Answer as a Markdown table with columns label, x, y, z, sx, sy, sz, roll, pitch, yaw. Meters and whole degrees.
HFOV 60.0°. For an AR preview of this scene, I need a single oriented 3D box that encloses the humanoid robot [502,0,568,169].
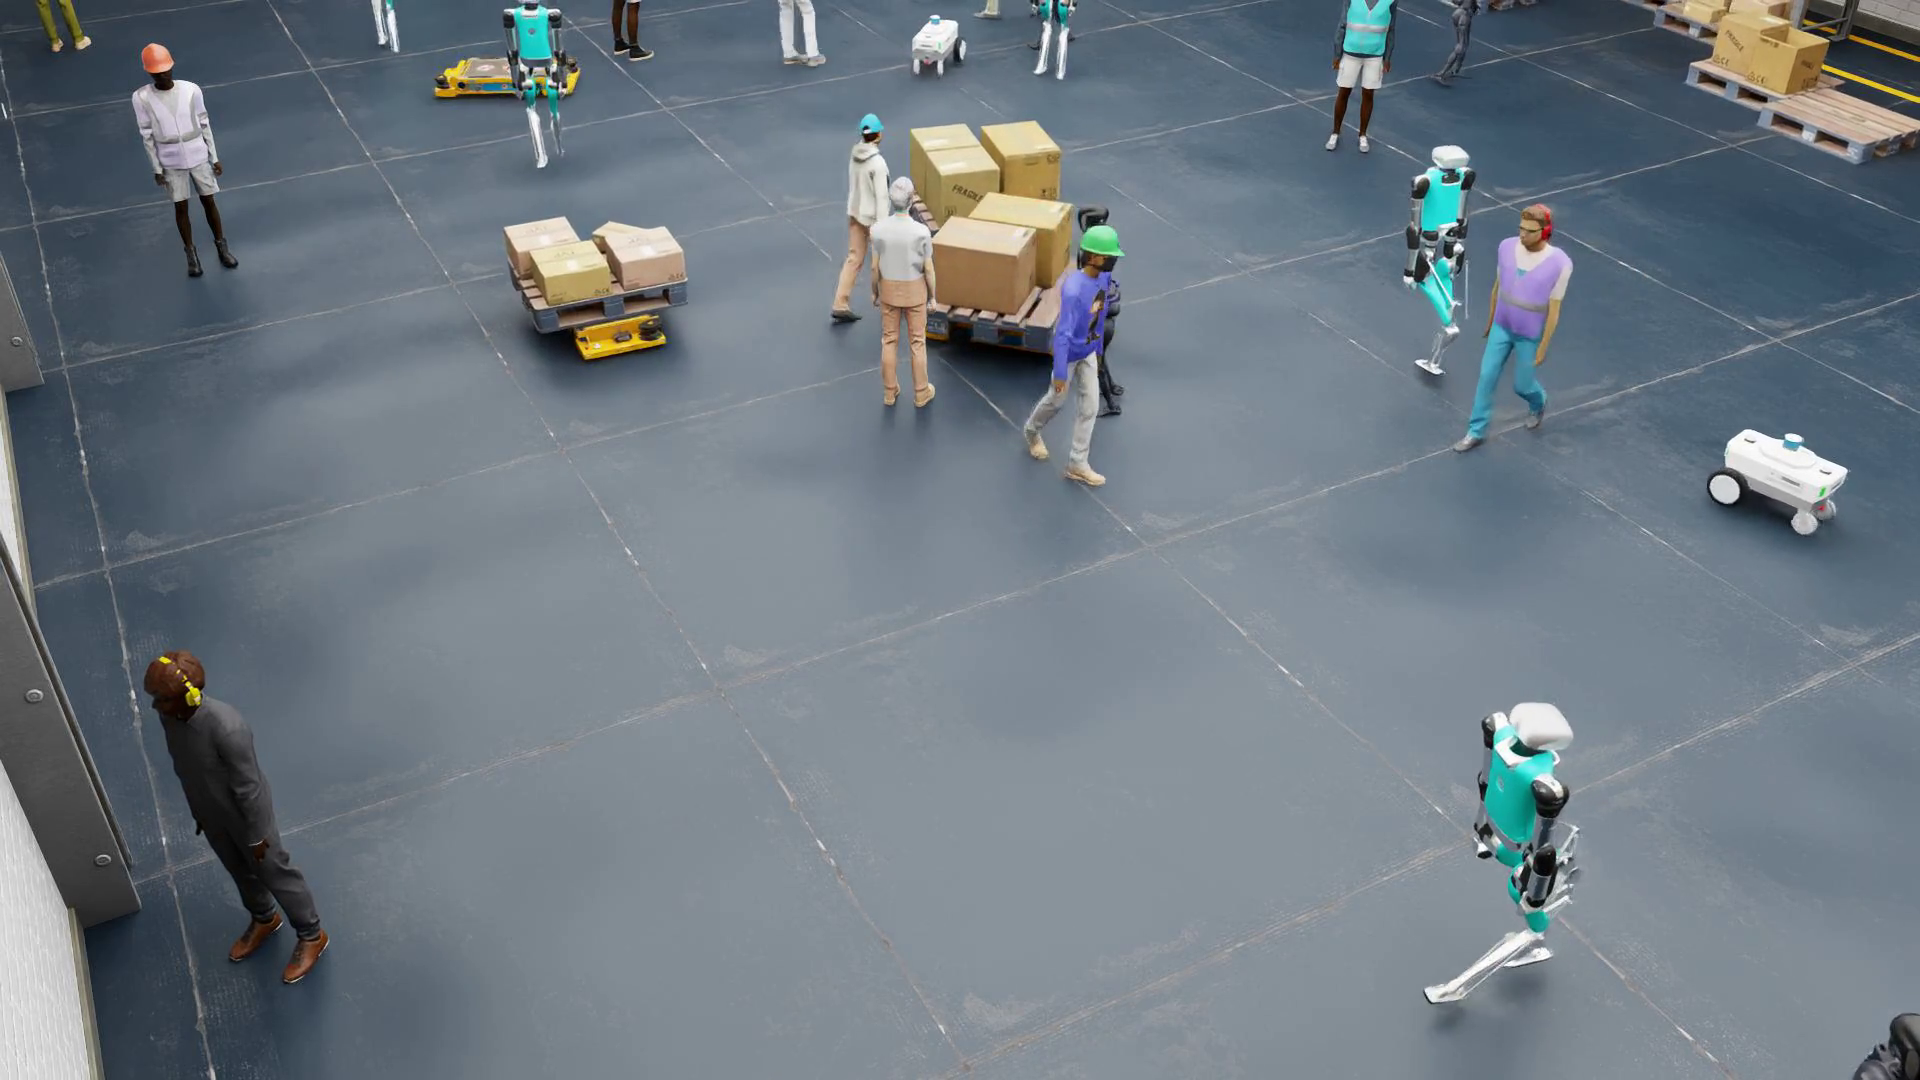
| label | x | y | z | sx | sy | sz | roll | pitch | yaw |
| --- | --- | --- | --- | --- | --- | --- | --- | --- | --- |
| humanoid robot | -3.933 | -4.335 | 15.721 | 0.550 | 1.889 | 0.795 | -3 | 35 | -5 |

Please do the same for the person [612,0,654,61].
| label | x | y | z | sx | sy | sz | roll | pitch | yaw |
| --- | --- | --- | --- | --- | --- | --- | --- | --- | --- |
| person | -3.667 | -6.277 | 18.223 | 0.611 | 1.951 | 0.409 | 27 | 43 | 33 |

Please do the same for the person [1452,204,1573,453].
| label | x | y | z | sx | sy | sz | roll | pitch | yaw |
| --- | --- | --- | --- | --- | --- | --- | --- | --- | --- |
| person | 3.871 | -1.464 | 11.455 | 0.745 | 1.818 | 0.572 | -27 | 43 | -33 |

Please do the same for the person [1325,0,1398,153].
| label | x | y | z | sx | sy | sz | roll | pitch | yaw |
| --- | --- | --- | --- | --- | --- | --- | --- | --- | --- |
| person | 3.865 | -4.682 | 15.946 | 0.564 | 1.938 | 0.430 | 6 | 36 | 9 |

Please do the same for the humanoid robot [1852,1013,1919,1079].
| label | x | y | z | sx | sy | sz | roll | pitch | yaw |
| --- | --- | --- | --- | --- | --- | --- | --- | --- | --- |
| humanoid robot | 3.305 | 2.318 | 6.214 | 0.588 | 1.640 | 0.733 | -11 | 36 | -15 |

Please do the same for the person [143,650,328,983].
| label | x | y | z | sx | sy | sz | roll | pitch | yaw |
| --- | --- | --- | --- | --- | --- | --- | --- | --- | --- |
| person | -3.305 | 1.242 | 7.558 | 0.485 | 1.867 | 0.349 | 15 | 38 | 21 |

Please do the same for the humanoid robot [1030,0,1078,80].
| label | x | y | z | sx | sy | sz | roll | pitch | yaw |
| --- | --- | --- | --- | --- | --- | --- | --- | --- | --- |
| humanoid robot | 1.026 | -5.801 | 17.707 | 0.531 | 1.769 | 0.743 | 6 | 35 | 9 |

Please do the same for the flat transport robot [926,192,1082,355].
| label | x | y | z | sx | sy | sz | roll | pitch | yaw |
| --- | --- | --- | --- | --- | --- | --- | --- | --- | --- |
| flat transport robot | 0.397 | -1.734 | 13.191 | 1.431 | 0.231 | 0.659 | 11 | 37 | 15 |

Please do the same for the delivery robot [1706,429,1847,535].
| label | x | y | z | sx | sy | sz | roll | pitch | yaw |
| --- | --- | --- | --- | --- | --- | --- | --- | --- | --- |
| delivery robot | 5.465 | -0.439 | 11.075 | 0.499 | 0.575 | 0.759 | -27 | 43 | -33 |

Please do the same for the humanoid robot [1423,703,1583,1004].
| label | x | y | z | sx | sy | sz | roll | pitch | yaw |
| --- | --- | --- | --- | --- | --- | --- | --- | --- | --- |
| humanoid robot | 2.581 | 1.396 | 7.426 | 0.984 | 1.728 | 0.541 | -9 | 36 | -13 |

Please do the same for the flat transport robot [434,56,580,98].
| label | x | y | z | sx | sy | sz | roll | pitch | yaw |
| --- | --- | --- | --- | --- | --- | --- | --- | --- | --- |
| flat transport robot | -4.831 | -4.946 | 17.777 | 1.431 | 0.231 | 0.659 | -2 | 35 | -2 |

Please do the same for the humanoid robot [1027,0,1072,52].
| label | x | y | z | sx | sy | sz | roll | pitch | yaw |
| --- | --- | --- | --- | --- | --- | --- | --- | --- | --- |
| humanoid robot | 1.018 | -6.281 | 18.495 | 0.768 | 1.627 | 0.612 | -21 | 40 | -27 |

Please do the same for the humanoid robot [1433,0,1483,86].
| label | x | y | z | sx | sy | sz | roll | pitch | yaw |
| --- | --- | --- | --- | --- | --- | --- | --- | --- | --- |
| humanoid robot | 5.350 | -5.641 | 17.541 | 0.381 | 1.644 | 0.613 | 14 | 37 | 19 |

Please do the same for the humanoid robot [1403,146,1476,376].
| label | x | y | z | sx | sy | sz | roll | pitch | yaw |
| --- | --- | --- | --- | --- | --- | --- | --- | --- | --- |
| humanoid robot | 3.607 | -1.927 | 12.228 | 0.545 | 1.825 | 0.754 | -16 | 38 | -22 |

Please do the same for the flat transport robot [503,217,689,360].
| label | x | y | z | sx | sy | sz | roll | pitch | yaw |
| --- | --- | --- | --- | --- | --- | --- | --- | --- | --- |
| flat transport robot | -2.893 | -1.889 | 13.412 | 0.659 | 0.231 | 1.431 | -15 | 38 | -20 |

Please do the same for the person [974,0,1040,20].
| label | x | y | z | sx | sy | sz | roll | pitch | yaw |
| --- | --- | --- | --- | --- | --- | --- | --- | --- | --- |
| person | 0.543 | -6.867 | 19.178 | 0.740 | 1.803 | 0.603 | 11 | 36 | 15 |

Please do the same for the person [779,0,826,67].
| label | x | y | z | sx | sy | sz | roll | pitch | yaw |
| --- | --- | --- | --- | --- | --- | --- | --- | --- | --- |
| person | -1.801 | -6.059 | 17.986 | 0.636 | 1.859 | 0.451 | 21 | 40 | 27 |

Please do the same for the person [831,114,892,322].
| label | x | y | z | sx | sy | sz | roll | pitch | yaw |
| --- | --- | --- | --- | --- | --- | --- | --- | --- | --- |
| person | -0.713 | -2.545 | 13.175 | 0.890 | 1.606 | 0.522 | -27 | 43 | -33 |

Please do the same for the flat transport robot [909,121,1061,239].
| label | x | y | z | sx | sy | sz | roll | pitch | yaw |
| --- | --- | --- | --- | --- | --- | --- | --- | --- | --- |
| flat transport robot | 0.205 | -2.664 | 14.519 | 0.659 | 0.231 | 1.431 | -9 | 36 | -13 |

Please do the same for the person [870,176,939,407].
| label | x | y | z | sx | sy | sz | roll | pitch | yaw |
| --- | --- | --- | --- | --- | --- | --- | --- | --- | --- |
| person | -0.403 | -1.770 | 11.955 | 0.492 | 1.743 | 0.305 | 6 | 36 | 9 |

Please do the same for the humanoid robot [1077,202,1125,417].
| label | x | y | z | sx | sy | sz | roll | pitch | yaw |
| --- | --- | --- | --- | --- | --- | --- | --- | --- | --- |
| humanoid robot | 1.011 | -1.624 | 11.818 | 0.406 | 1.643 | 0.590 | 3 | 35 | 5 |

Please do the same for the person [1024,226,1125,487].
| label | x | y | z | sx | sy | sz | roll | pitch | yaw |
| --- | --- | --- | --- | --- | --- | --- | --- | --- | --- |
| person | 0.711 | -1.282 | 11.193 | 0.770 | 1.819 | 0.575 | 25 | 42 | 32 |

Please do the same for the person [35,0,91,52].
| label | x | y | z | sx | sy | sz | roll | pitch | yaw |
| --- | --- | --- | --- | --- | --- | --- | --- | --- | --- |
| person | -10.161 | -6.342 | 18.406 | 0.518 | 1.835 | 0.367 | -6 | 35 | -9 |

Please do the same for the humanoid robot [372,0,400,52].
| label | x | y | z | sx | sy | sz | roll | pitch | yaw |
| --- | --- | --- | --- | --- | --- | --- | --- | --- | --- |
| humanoid robot | -6.467 | -6.286 | 18.471 | 0.556 | 1.848 | 0.768 | -9 | 36 | -12 |

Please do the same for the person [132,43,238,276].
| label | x | y | z | sx | sy | sz | roll | pitch | yaw |
| --- | --- | --- | --- | --- | --- | --- | --- | --- | --- |
| person | -6.410 | -3.145 | 13.752 | 0.543 | 1.939 | 0.358 | -20 | 40 | -27 |

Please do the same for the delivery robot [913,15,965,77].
| label | x | y | z | sx | sy | sz | roll | pitch | yaw |
| --- | --- | --- | --- | --- | --- | --- | --- | --- | --- |
| delivery robot | -0.264 | -5.460 | 18.243 | 0.499 | 0.572 | 0.747 | 9 | 36 | 13 |
